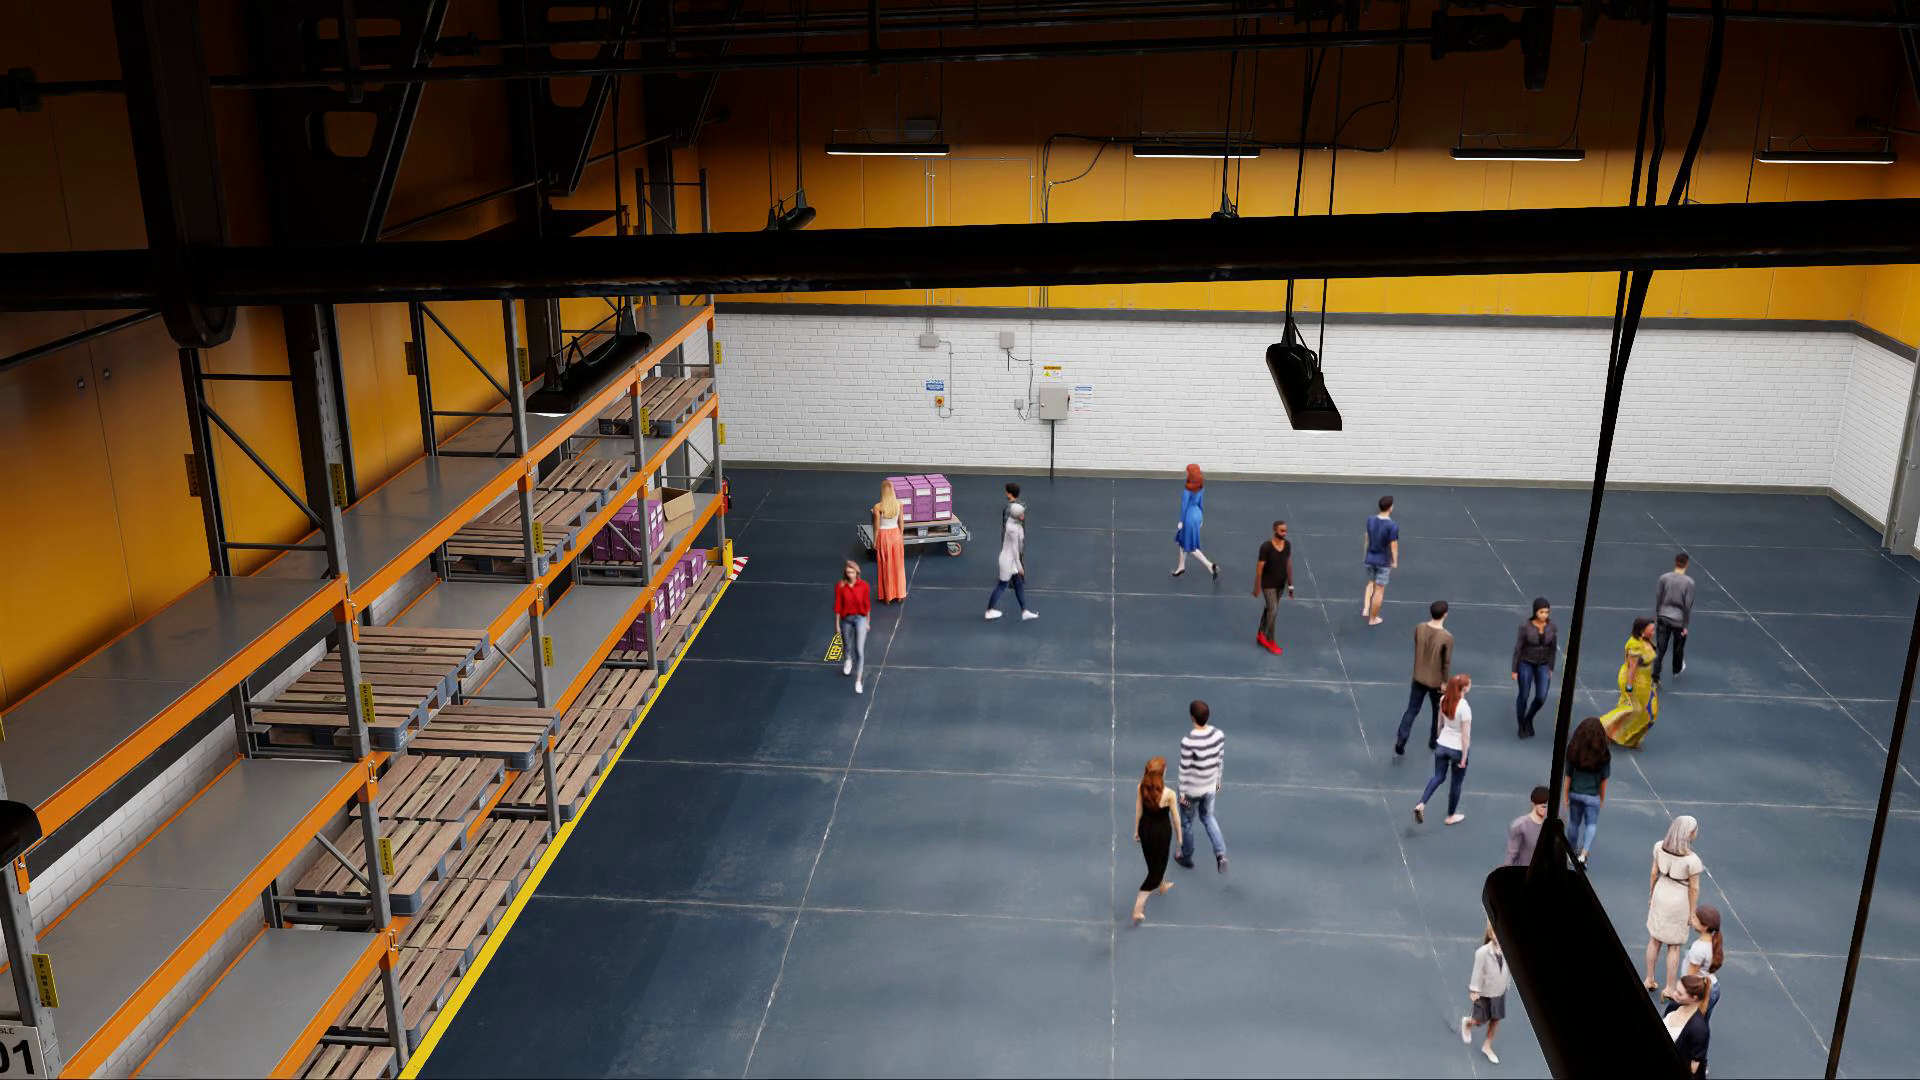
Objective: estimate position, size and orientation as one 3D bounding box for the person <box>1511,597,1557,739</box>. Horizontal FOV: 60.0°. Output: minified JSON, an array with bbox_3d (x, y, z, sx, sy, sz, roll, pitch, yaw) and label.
[{"bbox_3d":[6.699,1.475,19.500,0.638,1.737,0.603,2,19,6],"label":"person"}]

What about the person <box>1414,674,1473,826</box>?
[{"bbox_3d":[5.048,2.217,17.317,0.984,1.723,0.947,-13,23,-34],"label":"person"}]

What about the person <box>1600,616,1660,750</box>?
[{"bbox_3d":[7.689,1.634,19.170,0.990,1.646,0.964,10,21,28],"label":"person"}]

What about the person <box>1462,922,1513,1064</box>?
[{"bbox_3d":[4.340,3.671,13.717,0.596,1.266,0.693,-3,19,-9],"label":"person"}]

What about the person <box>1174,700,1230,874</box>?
[{"bbox_3d":[2.414,2.473,16.388,0.910,1.832,1.050,-8,20,-22],"label":"person"}]

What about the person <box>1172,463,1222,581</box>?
[{"bbox_3d":[3.452,-0.202,24.380,1.030,1.800,1.100,14,23,35],"label":"person"}]

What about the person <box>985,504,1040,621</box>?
[{"bbox_3d":[0.609,0.321,22.957,0.801,1.719,0.962,1,19,2],"label":"person"}]

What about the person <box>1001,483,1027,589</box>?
[{"bbox_3d":[0.808,-0.022,24.474,0.786,1.710,0.676,13,22,33],"label":"person"}]

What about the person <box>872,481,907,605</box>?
[{"bbox_3d":[-1.006,0.027,23.692,0.722,1.805,0.736,-8,20,-22],"label":"person"}]

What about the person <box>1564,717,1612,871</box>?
[{"bbox_3d":[6.185,2.552,16.511,0.743,1.604,0.905,8,20,22],"label":"person"}]

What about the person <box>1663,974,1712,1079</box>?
[{"bbox_3d":[5.313,3.932,12.278,0.734,1.689,0.569,-2,19,-7],"label":"person"}]

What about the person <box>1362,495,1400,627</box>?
[{"bbox_3d":[5.698,0.305,22.820,0.754,1.835,0.802,17,25,40],"label":"person"}]

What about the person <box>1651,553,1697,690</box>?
[{"bbox_3d":[8.868,1.056,20.787,1.043,1.711,1.232,14,23,36],"label":"person"}]

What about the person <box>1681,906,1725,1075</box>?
[{"bbox_3d":[5.942,3.635,13.360,0.623,1.561,0.685,-16,24,-39],"label":"person"}]

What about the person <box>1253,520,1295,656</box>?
[{"bbox_3d":[4.104,0.567,22.126,0.896,1.783,0.988,-11,21,-29],"label":"person"}]

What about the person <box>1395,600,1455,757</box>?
[{"bbox_3d":[5.293,1.596,18.950,1.077,1.859,1.231,15,24,38],"label":"person"}]

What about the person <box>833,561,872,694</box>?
[{"bbox_3d":[-1.348,1.032,20.917,0.761,1.673,1.110,-2,19,-5],"label":"person"}]

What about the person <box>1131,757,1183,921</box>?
[{"bbox_3d":[1.801,2.837,15.695,0.946,1.584,1.168,13,22,33],"label":"person"}]

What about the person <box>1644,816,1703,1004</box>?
[{"bbox_3d":[6.160,3.190,14.407,0.753,1.737,0.681,-13,23,-34],"label":"person"}]

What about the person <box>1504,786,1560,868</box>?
[{"bbox_3d":[5.037,2.999,14.848,0.978,1.817,1.188,-7,20,-19],"label":"person"}]
